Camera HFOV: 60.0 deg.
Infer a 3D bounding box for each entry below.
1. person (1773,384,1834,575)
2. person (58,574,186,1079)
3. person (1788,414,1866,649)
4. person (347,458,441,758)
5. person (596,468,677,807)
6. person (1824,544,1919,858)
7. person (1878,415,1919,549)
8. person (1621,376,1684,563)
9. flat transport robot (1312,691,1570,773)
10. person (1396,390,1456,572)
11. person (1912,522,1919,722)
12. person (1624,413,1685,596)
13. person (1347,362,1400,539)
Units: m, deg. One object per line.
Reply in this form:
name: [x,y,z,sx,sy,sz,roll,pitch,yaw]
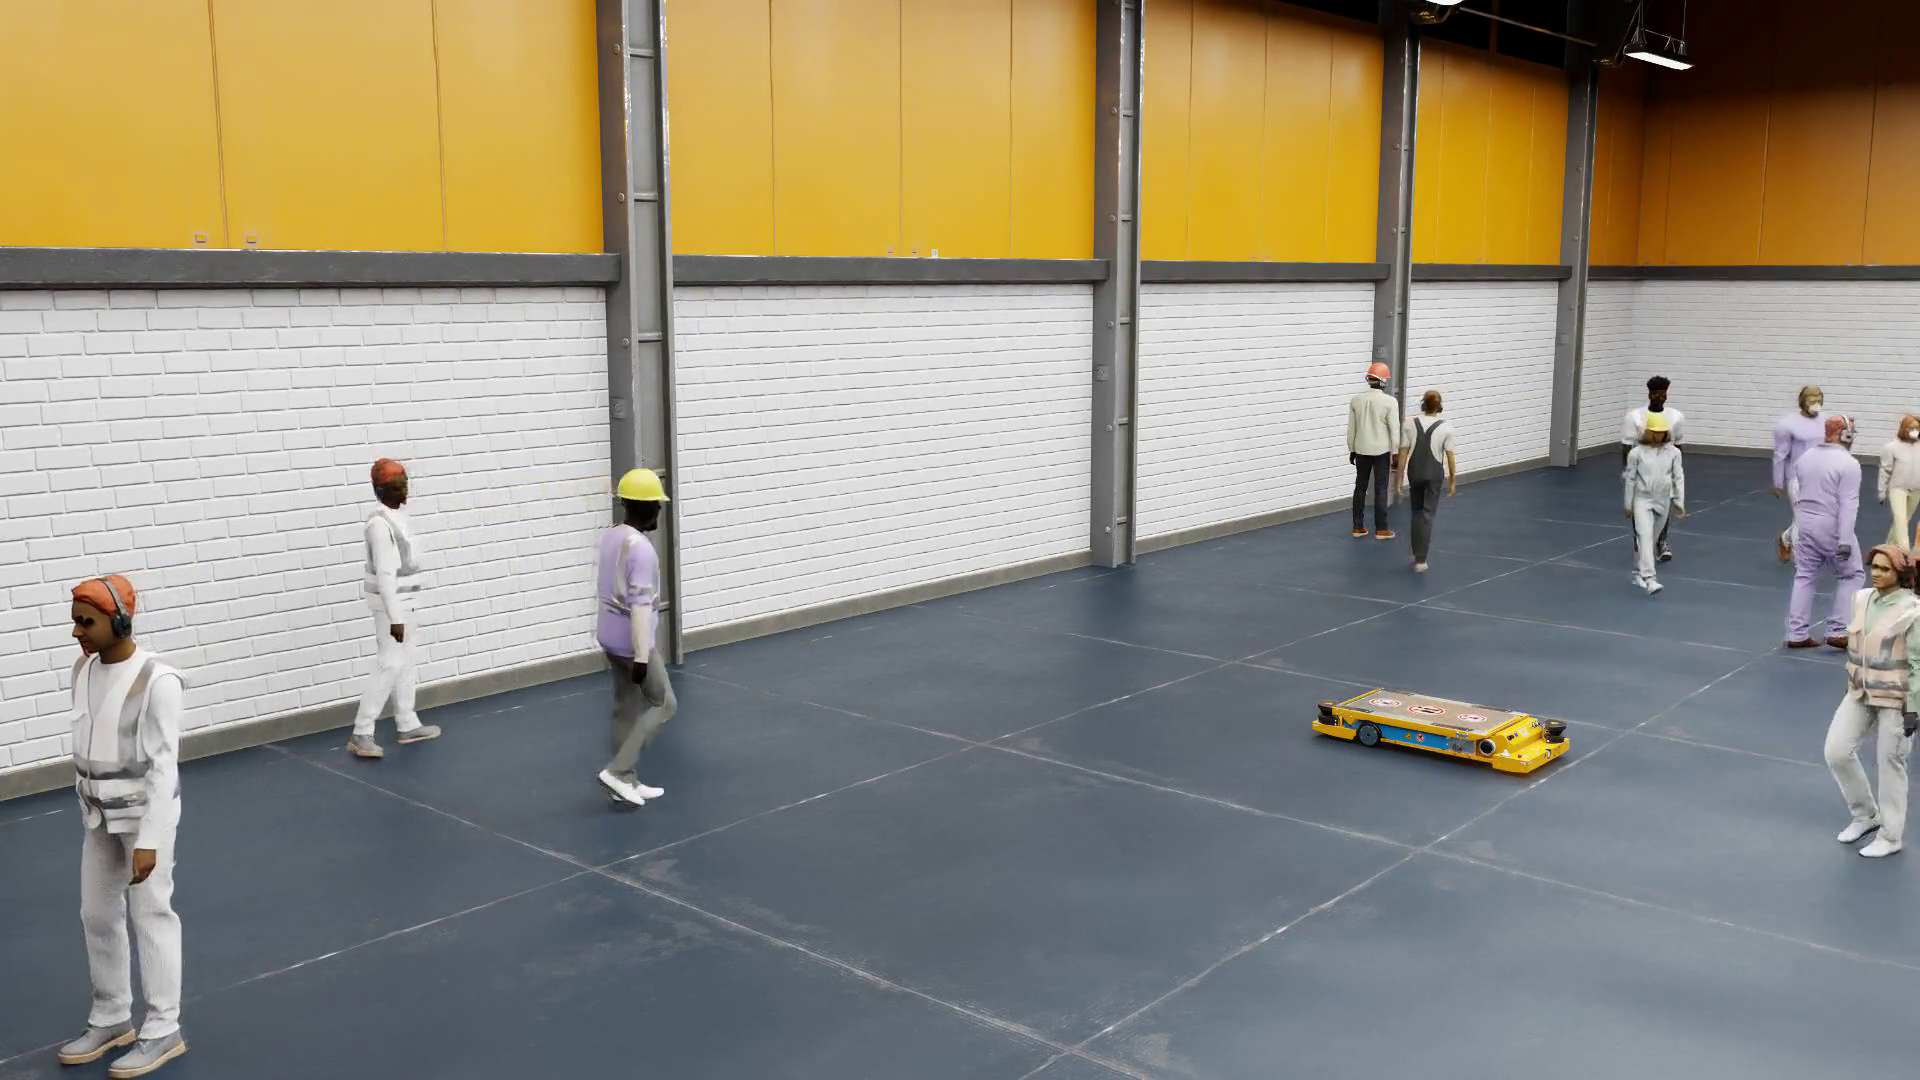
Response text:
person: [8.385,-0.604,16.571,0.634,1.911,0.840,-1,9,-5]
person: [-3.127,1.060,6.217,0.596,1.883,0.410,5,10,27]
person: [6.932,-0.057,13.187,0.664,1.883,0.665,-2,9,-13]
person: [-3.579,0.410,10.369,0.511,1.865,0.690,-2,9,-10]
person: [-1.806,0.552,9.306,0.431,1.911,0.599,-6,11,-34]
person: [4.692,0.823,8.471,0.396,1.629,0.536,-2,9,-14]
person: [9.568,-0.472,16.776,0.503,1.574,0.894,0,9,3]
person: [7.201,-0.730,17.269,0.627,1.923,0.953,2,9,12]
flat transport robot: [3.022,1.178,10.503,1.431,0.197,0.652,8,12,40]
person: [4.755,-0.609,16.847,0.554,1.821,0.743,6,11,31]
person: [6.576,0.390,10.987,0.540,1.695,0.317,8,12,40]
person: [6.499,-0.329,15.532,0.496,1.689,0.925,0,9,-1]
person: [4.700,-1.013,18.860,0.622,1.992,0.394,8,12,40]
